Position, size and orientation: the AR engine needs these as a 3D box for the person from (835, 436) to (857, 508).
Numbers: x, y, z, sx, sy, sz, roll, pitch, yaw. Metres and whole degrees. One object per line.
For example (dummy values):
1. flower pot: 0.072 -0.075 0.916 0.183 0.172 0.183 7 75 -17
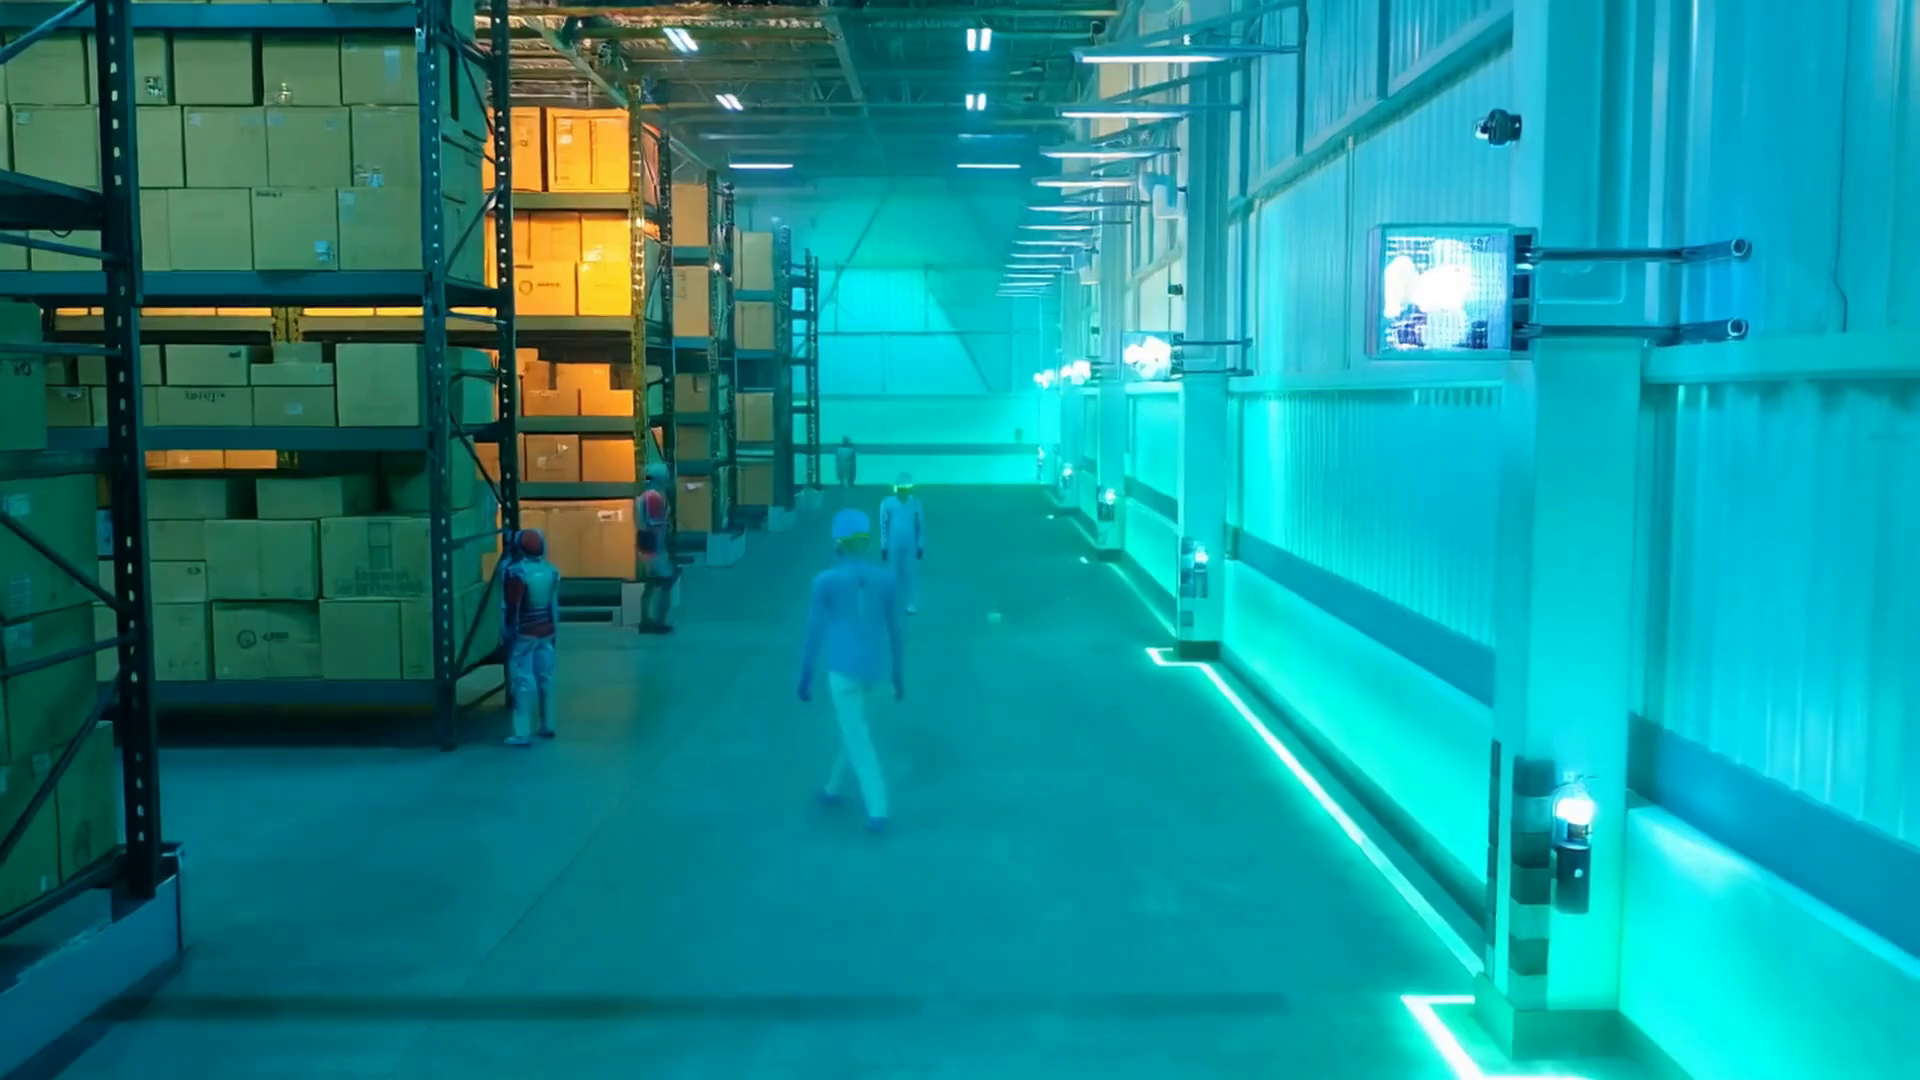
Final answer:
1. person: -2.713 -1.627 39.580 0.508 1.701 0.849 0 5 -4

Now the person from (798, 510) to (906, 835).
1. person: -0.670 0.785 10.199 0.638 1.941 1.020 -4 6 -36

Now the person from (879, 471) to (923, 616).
1. person: -0.690 0.050 19.874 0.566 1.744 0.350 -2 5 -27

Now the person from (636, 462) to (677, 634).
1. person: -3.357 0.091 18.416 0.557 1.909 0.574 -3 6 -33

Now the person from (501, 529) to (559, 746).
1. person: -3.237 0.733 12.586 0.313 1.630 0.524 3 6 32
